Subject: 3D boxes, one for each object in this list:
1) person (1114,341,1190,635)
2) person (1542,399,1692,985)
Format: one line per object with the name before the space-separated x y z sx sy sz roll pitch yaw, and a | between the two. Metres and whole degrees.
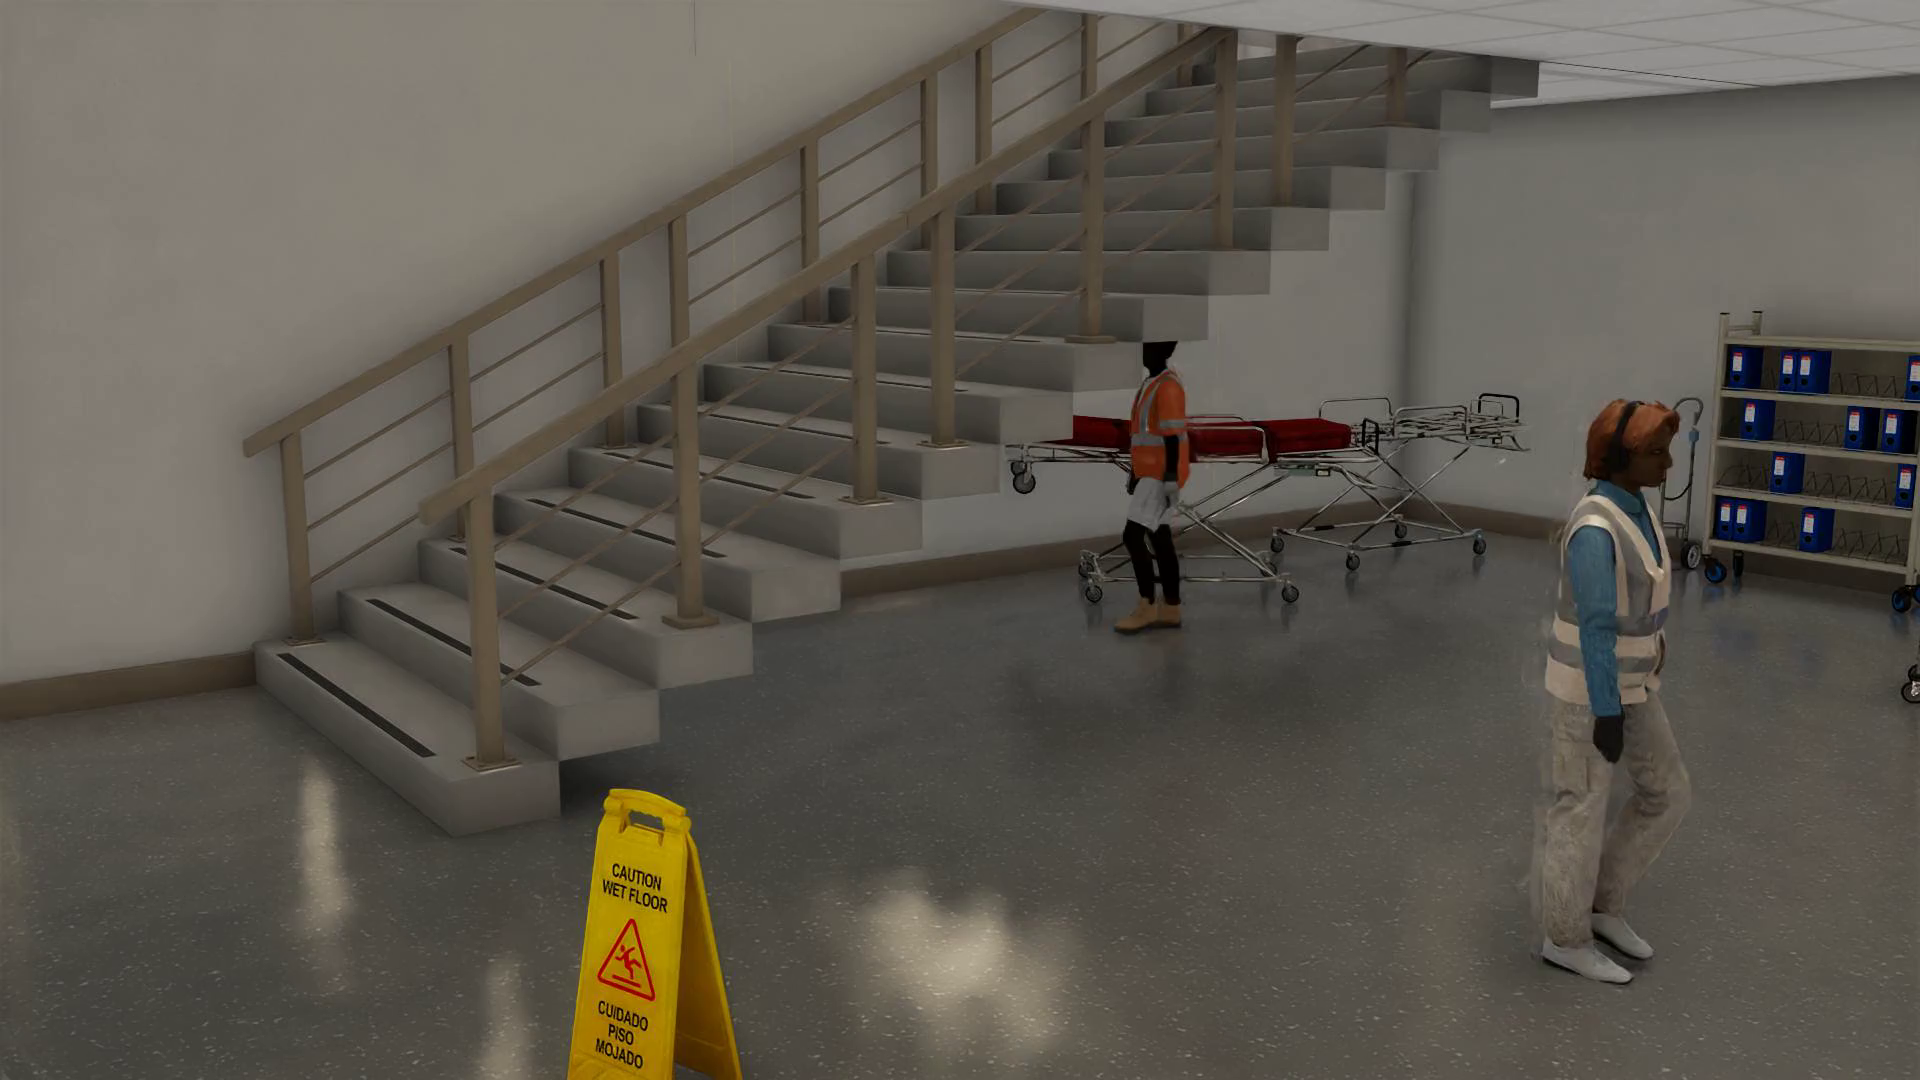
person | 0.966 -0.335 8.792 0.534 1.675 0.549 -1 10 -4
person | 1.806 0.430 4.545 0.412 1.623 0.551 8 12 37
